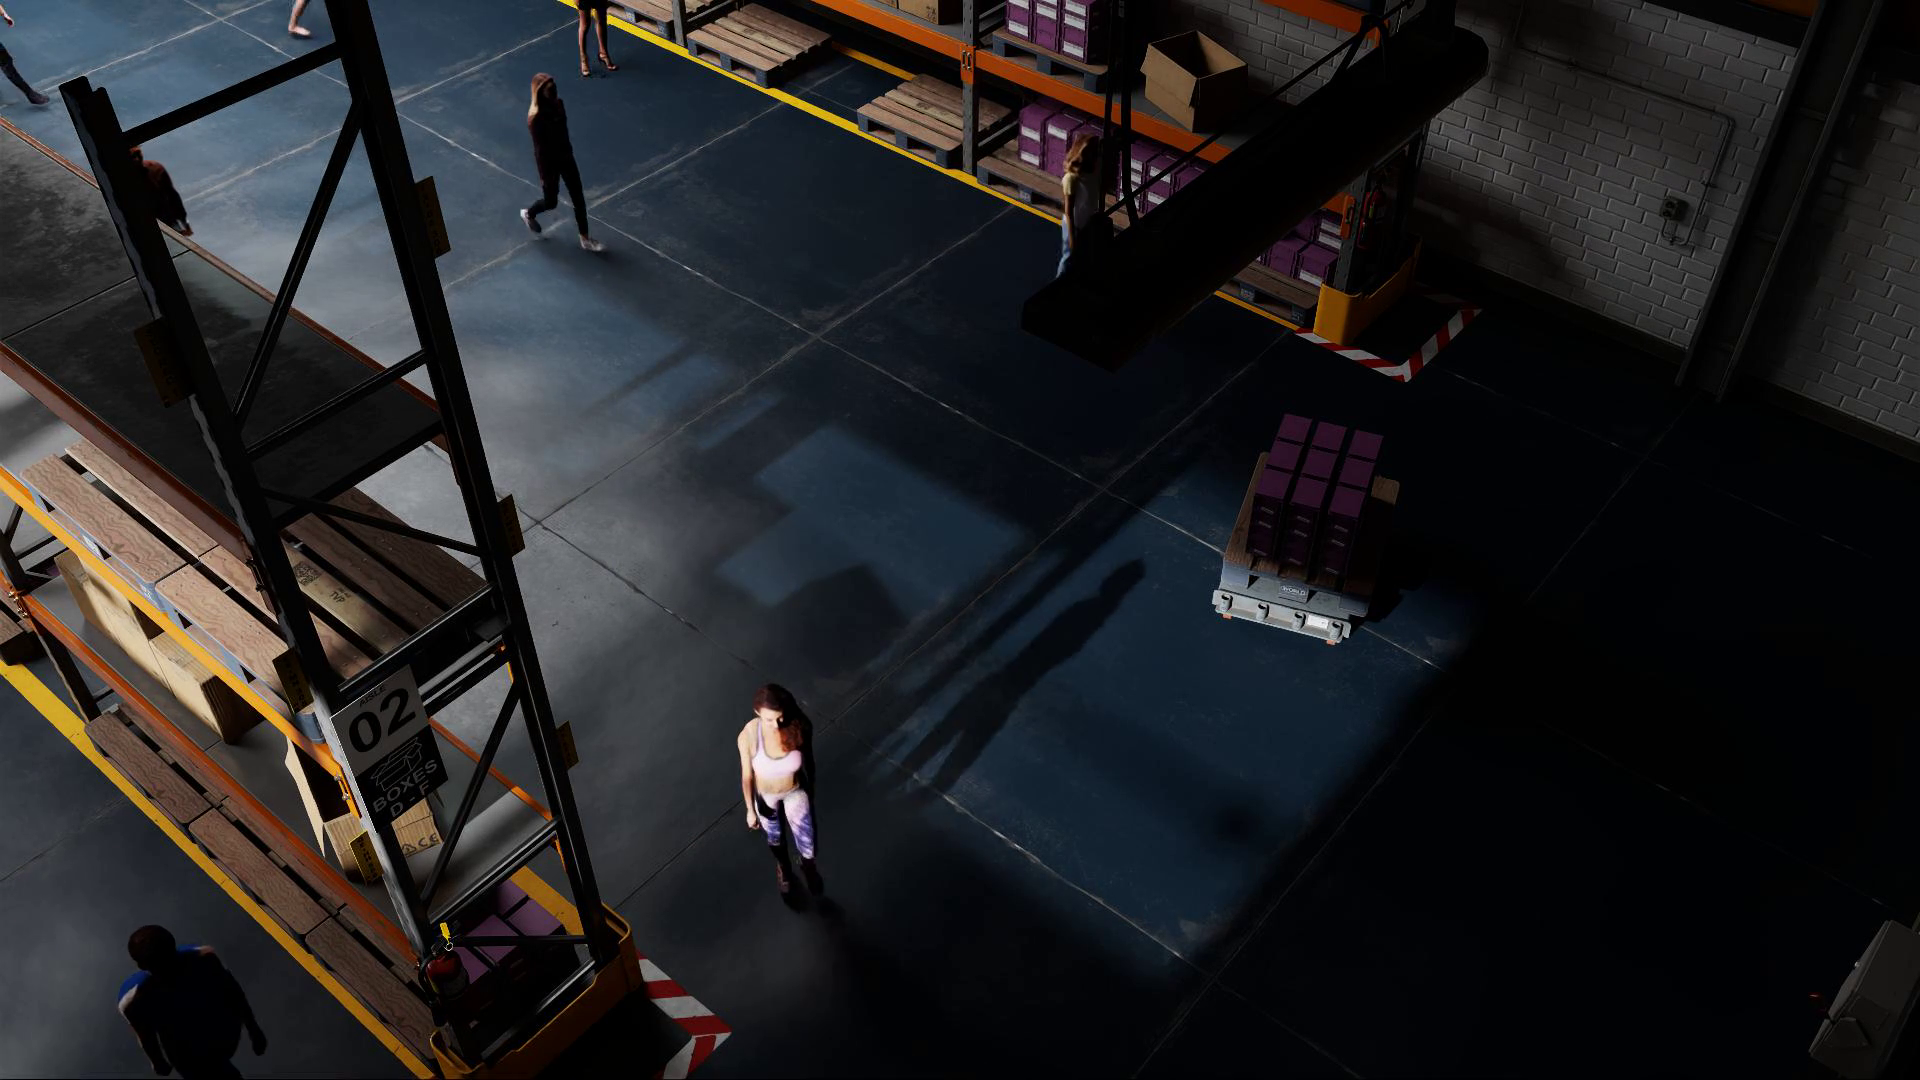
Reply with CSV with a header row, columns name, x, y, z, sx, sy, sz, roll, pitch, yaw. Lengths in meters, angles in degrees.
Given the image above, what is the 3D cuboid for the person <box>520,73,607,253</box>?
name,x,y,z,sx,sy,sz,roll,pitch,yaw
person,-3.575,-3.278,14.456,1.115,1.680,0.780,19,47,19

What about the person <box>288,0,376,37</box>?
name,x,y,z,sx,sy,sz,roll,pitch,yaw
person,-6.853,-6.027,17.355,1.178,1.662,1.084,-1,44,-1

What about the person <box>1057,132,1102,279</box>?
name,x,y,z,sx,sy,sz,roll,pitch,yaw
person,0.929,-2.634,13.761,0.798,1.708,0.638,31,52,28

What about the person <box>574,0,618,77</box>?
name,x,y,z,sx,sy,sz,roll,pitch,yaw
person,-3.710,-5.561,16.764,0.614,1.802,0.692,28,50,26

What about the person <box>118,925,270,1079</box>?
name,x,y,z,sx,sy,sz,roll,pitch,yaw
person,-3.849,2.431,8.364,1.214,1.818,0.692,26,50,25

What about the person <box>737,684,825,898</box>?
name,x,y,z,sx,sy,sz,roll,pitch,yaw
person,-1.043,1.386,9.505,0.722,1.757,0.776,-9,44,-9
